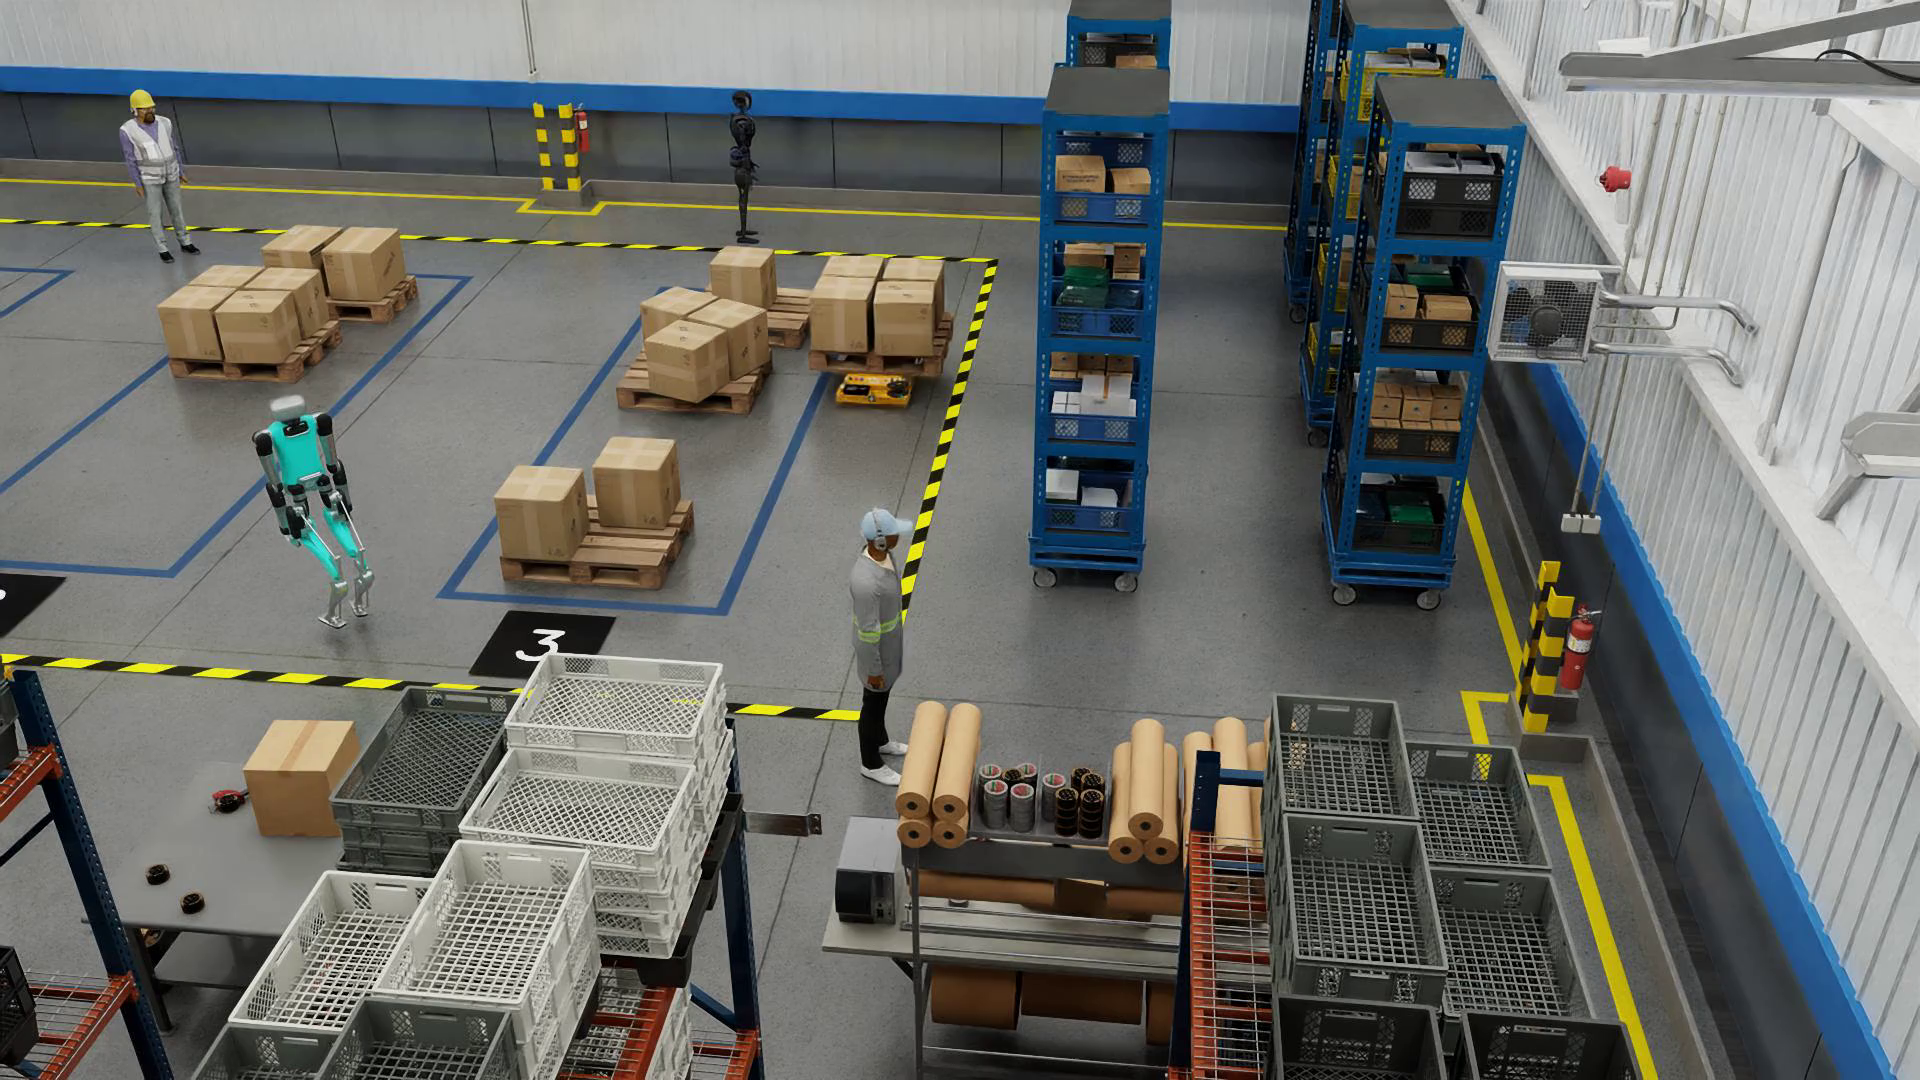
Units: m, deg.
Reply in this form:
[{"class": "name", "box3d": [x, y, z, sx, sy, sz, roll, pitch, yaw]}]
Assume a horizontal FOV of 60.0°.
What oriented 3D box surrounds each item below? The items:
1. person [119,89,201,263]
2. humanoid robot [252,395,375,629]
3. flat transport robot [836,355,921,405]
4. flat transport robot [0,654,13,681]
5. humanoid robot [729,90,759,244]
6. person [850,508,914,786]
[{"class": "person", "box3d": [-8.580, -3.905, 17.822, 0.404, 1.837, 0.590, 21, 36, 31]}, {"class": "humanoid robot", "box3d": [-4.313, -0.135, 11.317, 0.533, 1.673, 0.735, -25, 39, -36]}, {"class": "flat transport robot", "box3d": [-0.714, -1.657, 15.492, 0.652, 0.197, 1.431, 3, 30, 6]}, {"class": "flat transport robot", "box3d": [-7.142, 0.969, 11.010, 1.431, 0.231, 0.659, 3, 30, 6]}, {"class": "humanoid robot", "box3d": [-2.377, -4.137, 18.362, 0.315, 1.659, 0.599, -2, 30, -4]}, {"class": "person", "box3d": [-0.457, 0.626, 10.023, 0.377, 1.851, 0.597, 4, 30, 7]}]
